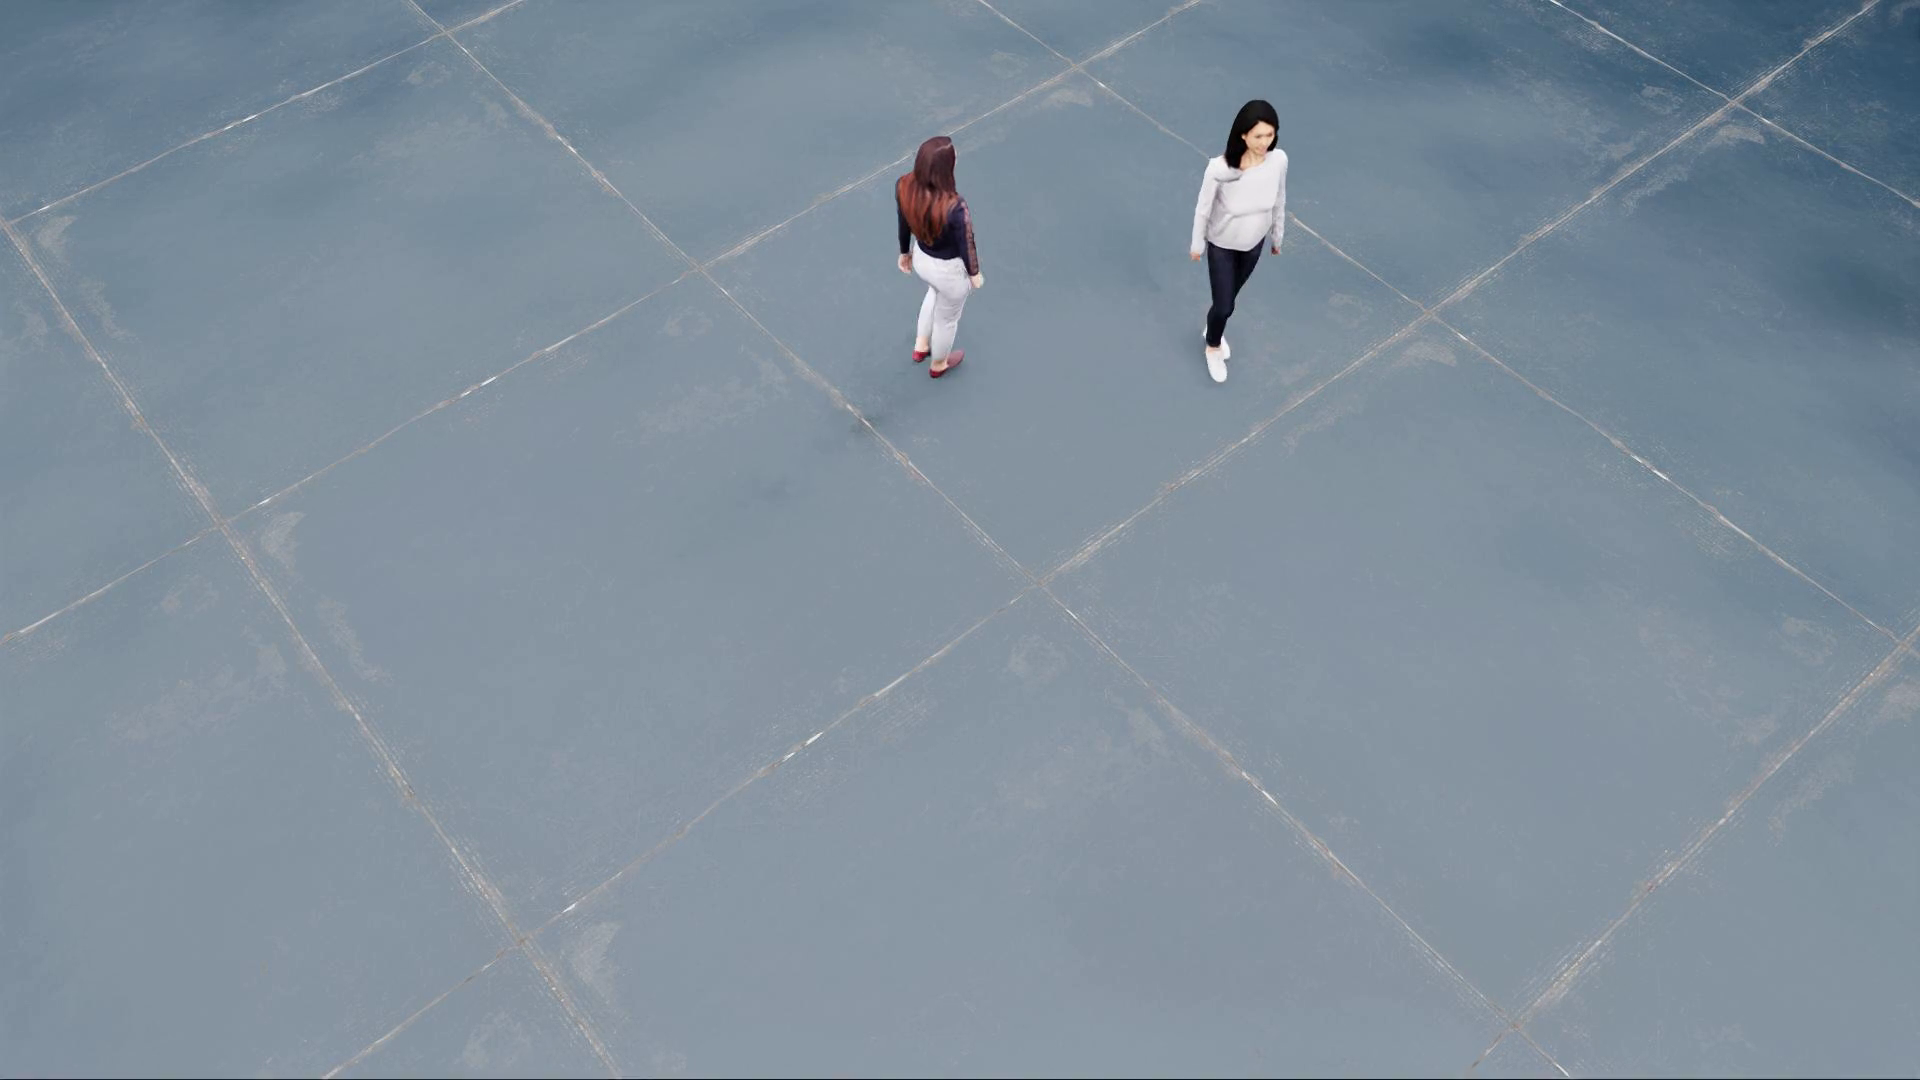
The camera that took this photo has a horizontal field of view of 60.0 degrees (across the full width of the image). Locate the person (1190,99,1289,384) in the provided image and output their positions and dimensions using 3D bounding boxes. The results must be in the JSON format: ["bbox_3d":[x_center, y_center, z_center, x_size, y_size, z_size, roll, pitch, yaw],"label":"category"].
[{"bbox_3d":[1.416,-1.641,8.743,0.694,1.692,0.791,-17,54,-13],"label":"person"}]

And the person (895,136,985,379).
[{"bbox_3d":[-0.134,-1.395,8.611,0.620,1.599,0.592,37,61,25],"label":"person"}]
